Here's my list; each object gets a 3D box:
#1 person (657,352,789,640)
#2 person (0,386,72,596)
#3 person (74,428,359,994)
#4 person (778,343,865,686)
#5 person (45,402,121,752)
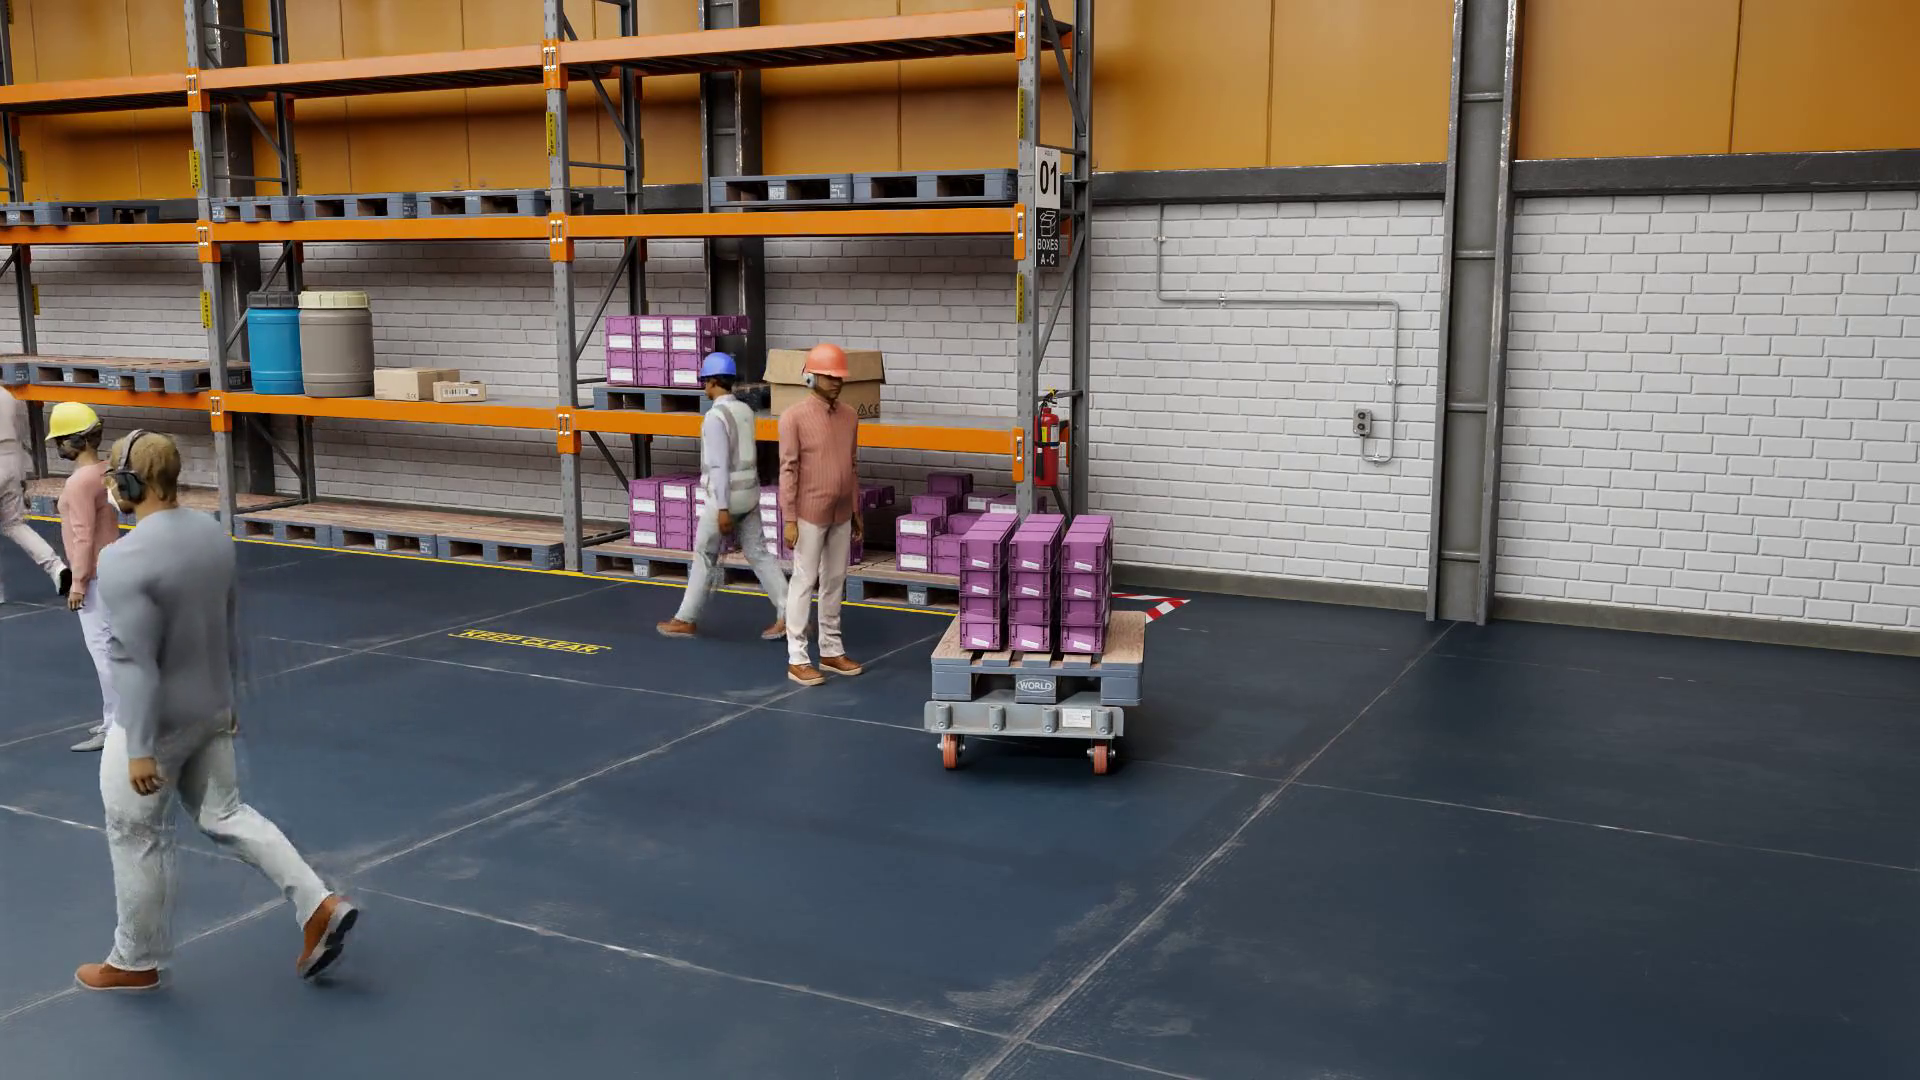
[{"bbox_3d":[-1.462,-0.275,10.833,1.020,1.891,0.630,3,10,19],"label":"person"},{"bbox_3d":[-6.880,-0.451,11.985,0.712,1.873,0.660,1,9,4],"label":"person"},{"bbox_3d":[-2.512,0.583,5.482,0.888,1.914,0.639,1,9,7],"label":"person"},{"bbox_3d":[-0.793,-0.156,9.758,0.400,1.989,0.623,8,12,40],"label":"person"},{"bbox_3d":[-4.376,0.182,8.390,0.320,1.763,0.522,-2,9,-11],"label":"person"}]
